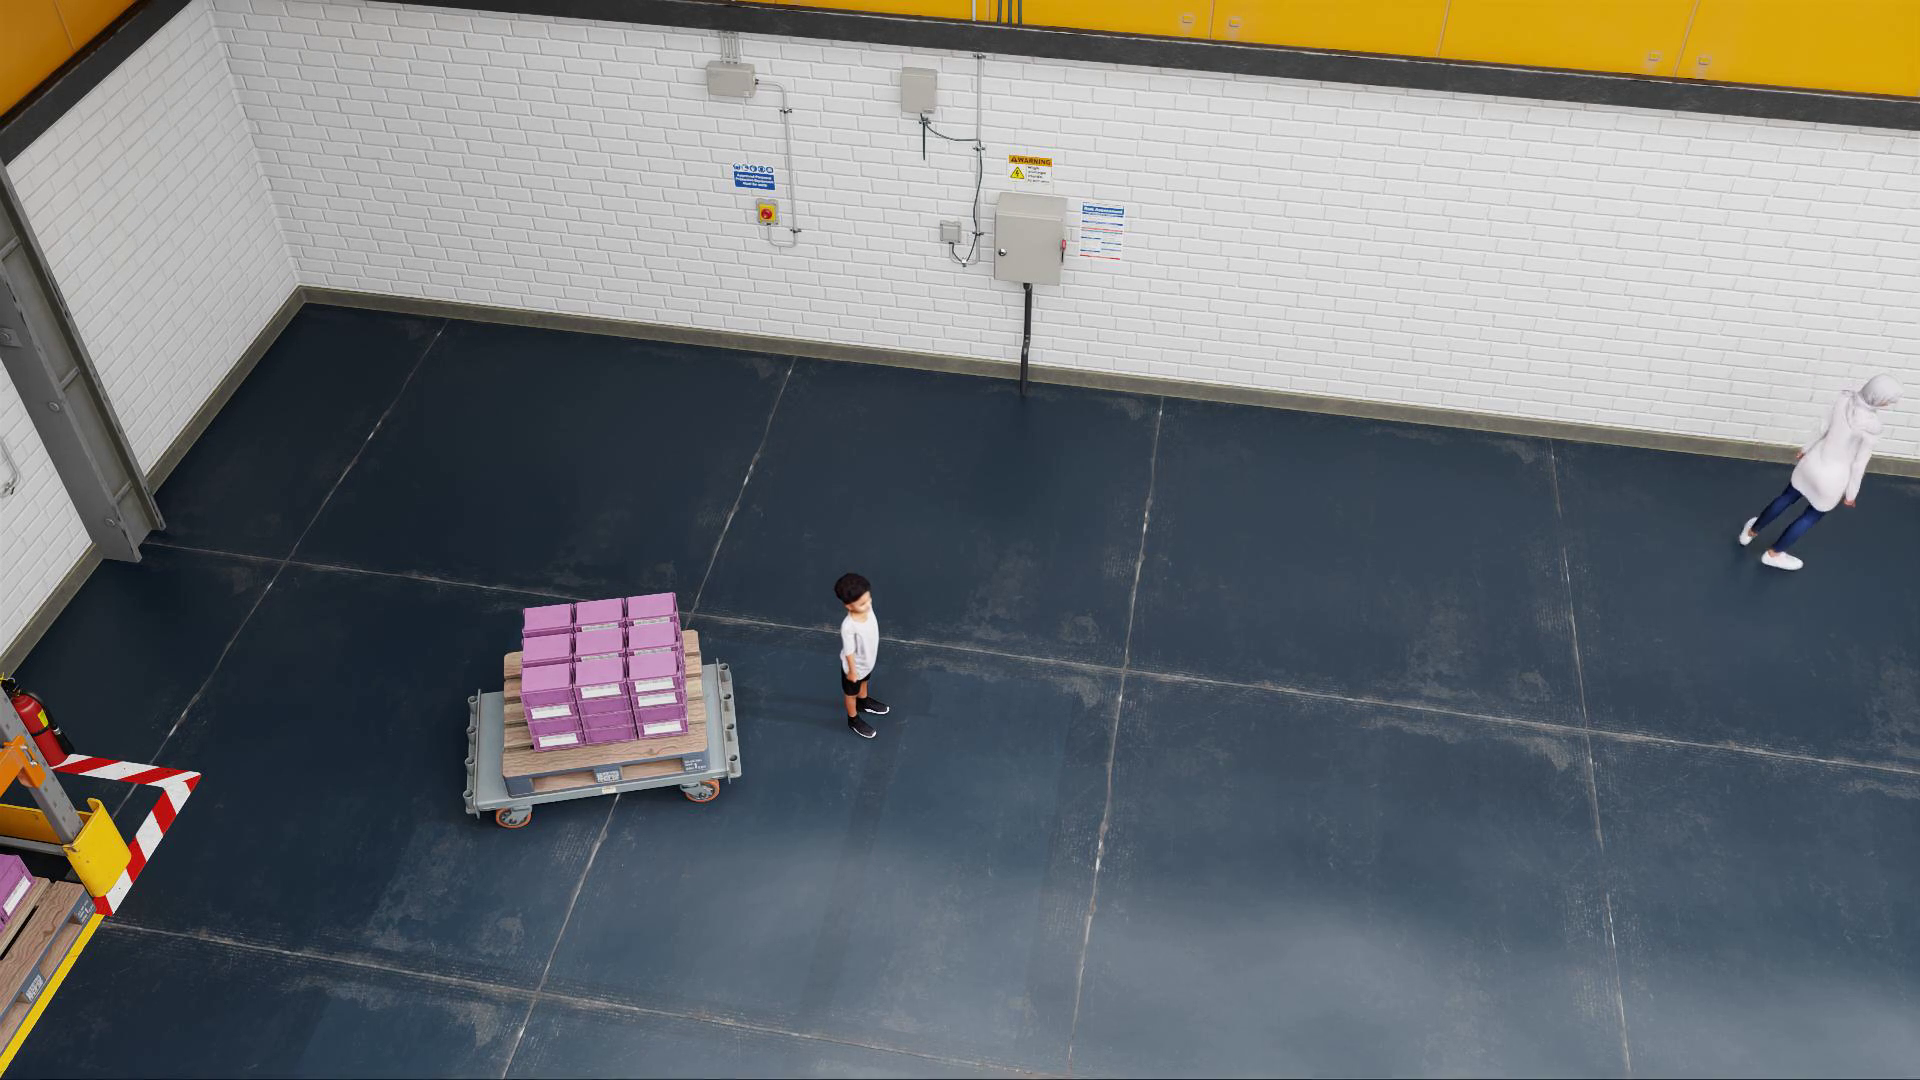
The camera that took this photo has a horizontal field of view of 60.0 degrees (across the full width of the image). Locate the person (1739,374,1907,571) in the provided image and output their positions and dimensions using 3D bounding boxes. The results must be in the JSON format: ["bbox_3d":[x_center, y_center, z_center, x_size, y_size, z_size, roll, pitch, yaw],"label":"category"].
[{"bbox_3d":[5.799,-0.464,11.244,0.963,1.743,0.738,-18,46,-18],"label":"person"}]

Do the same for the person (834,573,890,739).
[{"bbox_3d":[-0.637,0.690,10.381,0.594,1.262,0.497,17,46,17],"label":"person"}]
